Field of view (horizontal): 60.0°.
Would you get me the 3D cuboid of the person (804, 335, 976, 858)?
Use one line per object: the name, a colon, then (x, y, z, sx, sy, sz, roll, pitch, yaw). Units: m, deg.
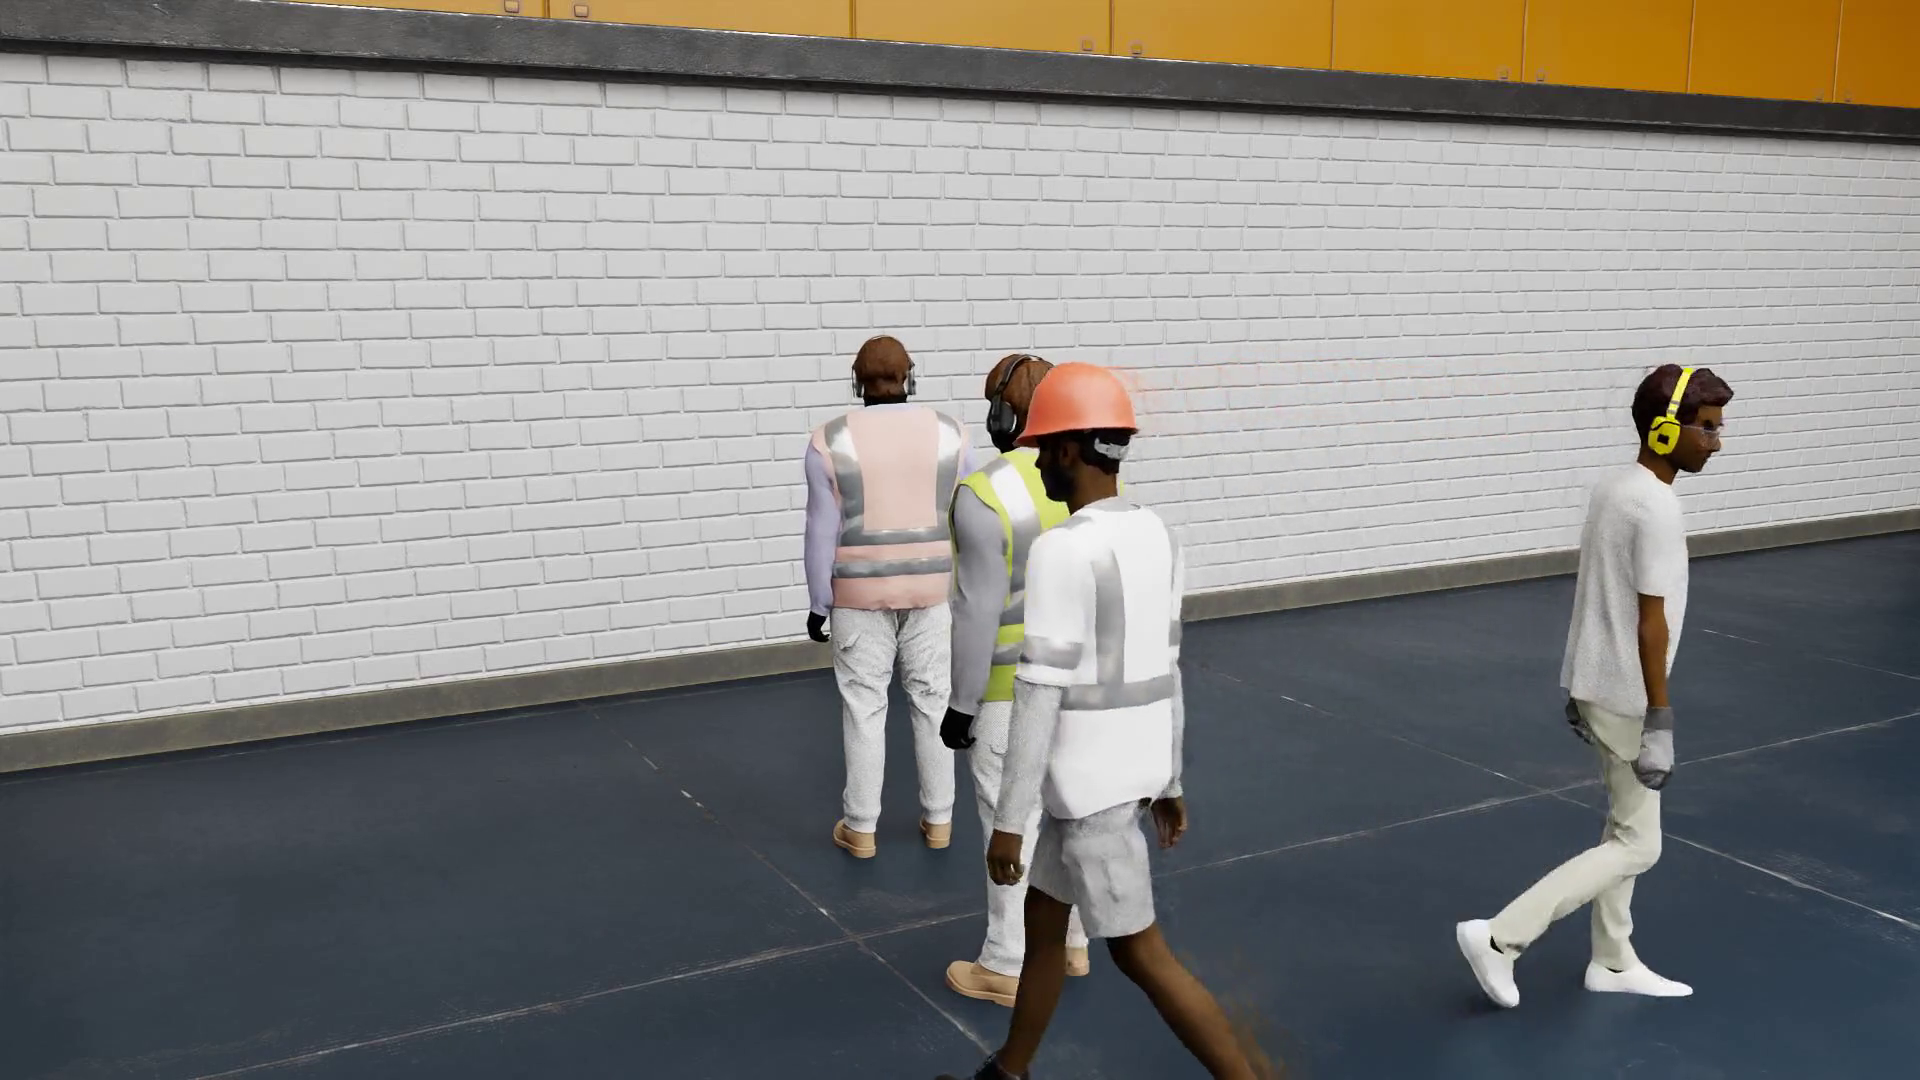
person: (-0.250, 0.203, 5.866, 0.619, 1.838, 0.430, -3, 10, -16)

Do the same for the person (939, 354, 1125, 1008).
person: (0.178, 0.397, 4.730, 0.429, 1.845, 0.621, 10, 14, 44)

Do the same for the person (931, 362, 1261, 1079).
person: (0.380, 0.546, 3.780, 0.975, 1.885, 0.627, 6, 12, 32)

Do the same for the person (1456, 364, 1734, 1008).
person: (1.744, 0.437, 4.562, 0.650, 1.848, 0.634, 1, 10, 5)
